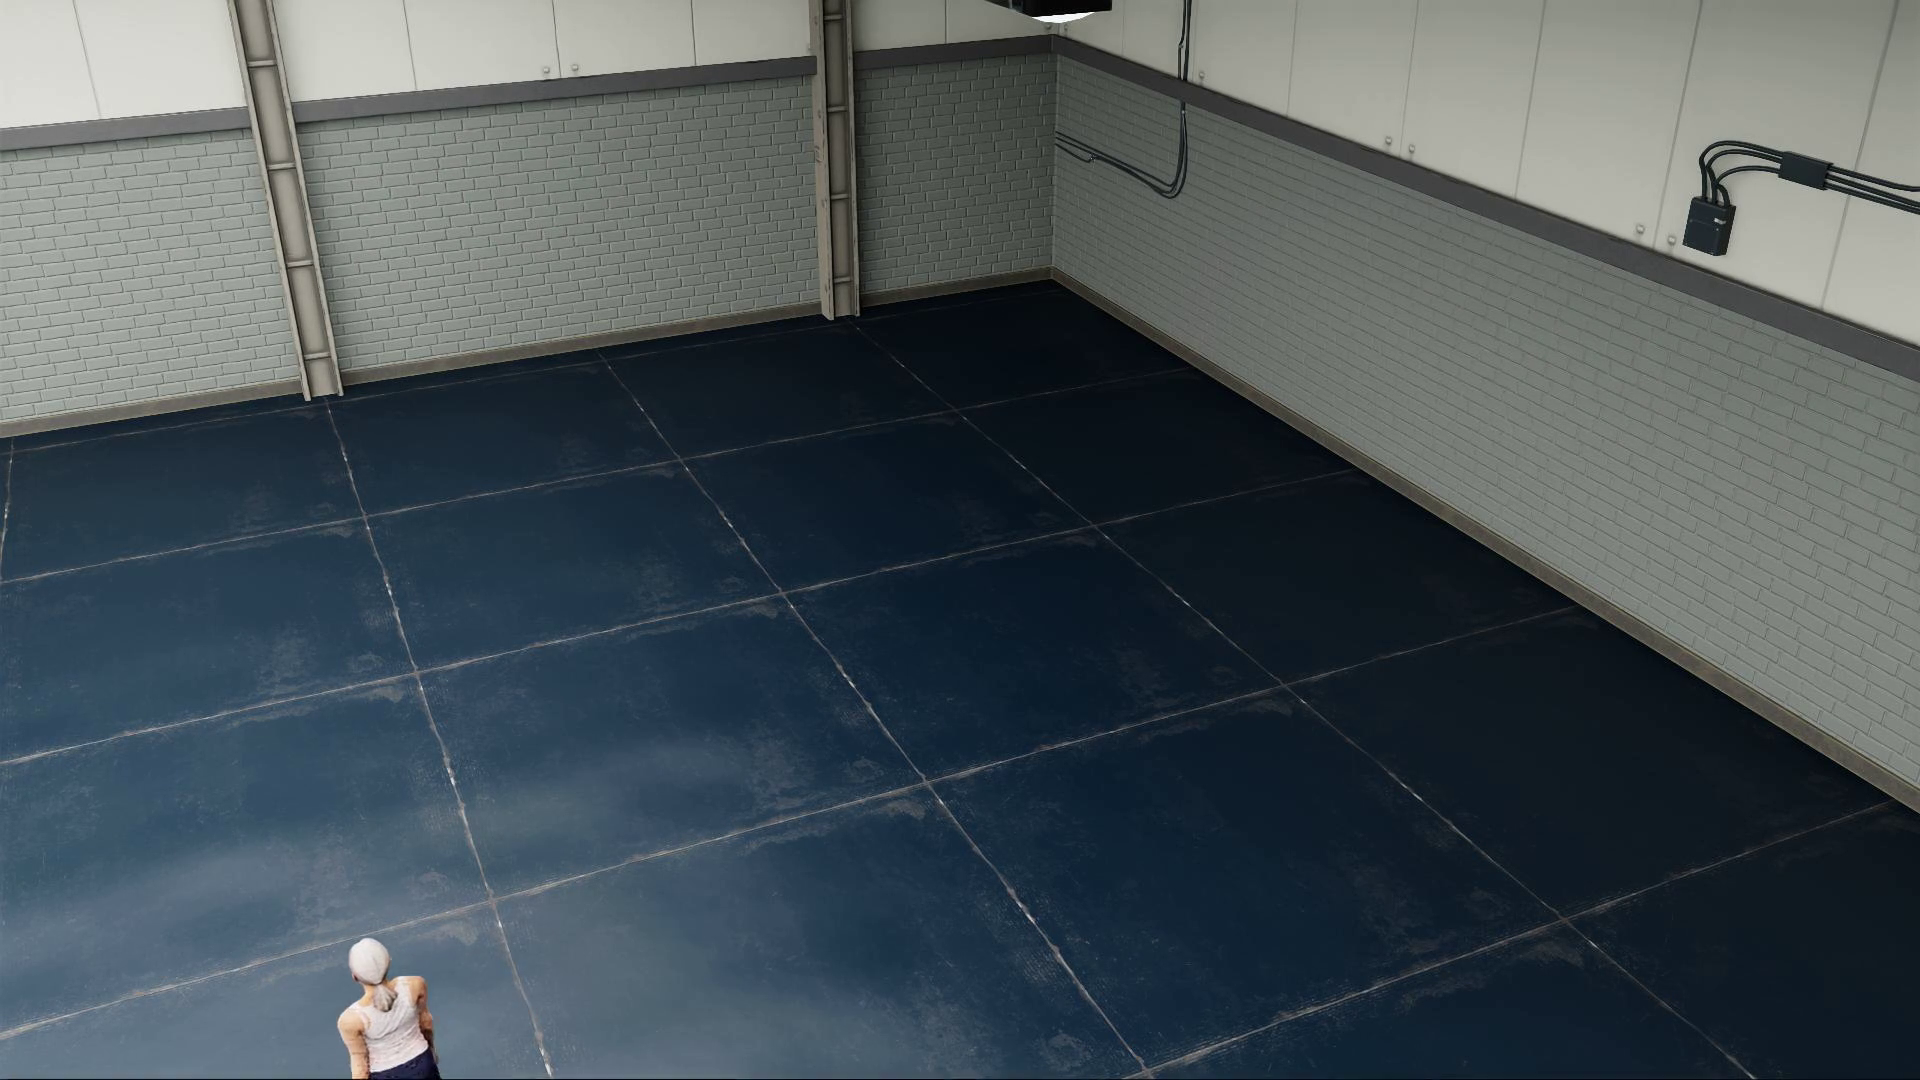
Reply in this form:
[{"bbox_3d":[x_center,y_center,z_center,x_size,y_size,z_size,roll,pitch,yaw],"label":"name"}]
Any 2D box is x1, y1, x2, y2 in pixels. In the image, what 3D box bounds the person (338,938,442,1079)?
[{"bbox_3d":[-2.606,2.651,7.930,1.145,1.667,0.822,-18,32,-31],"label":"person"}]
